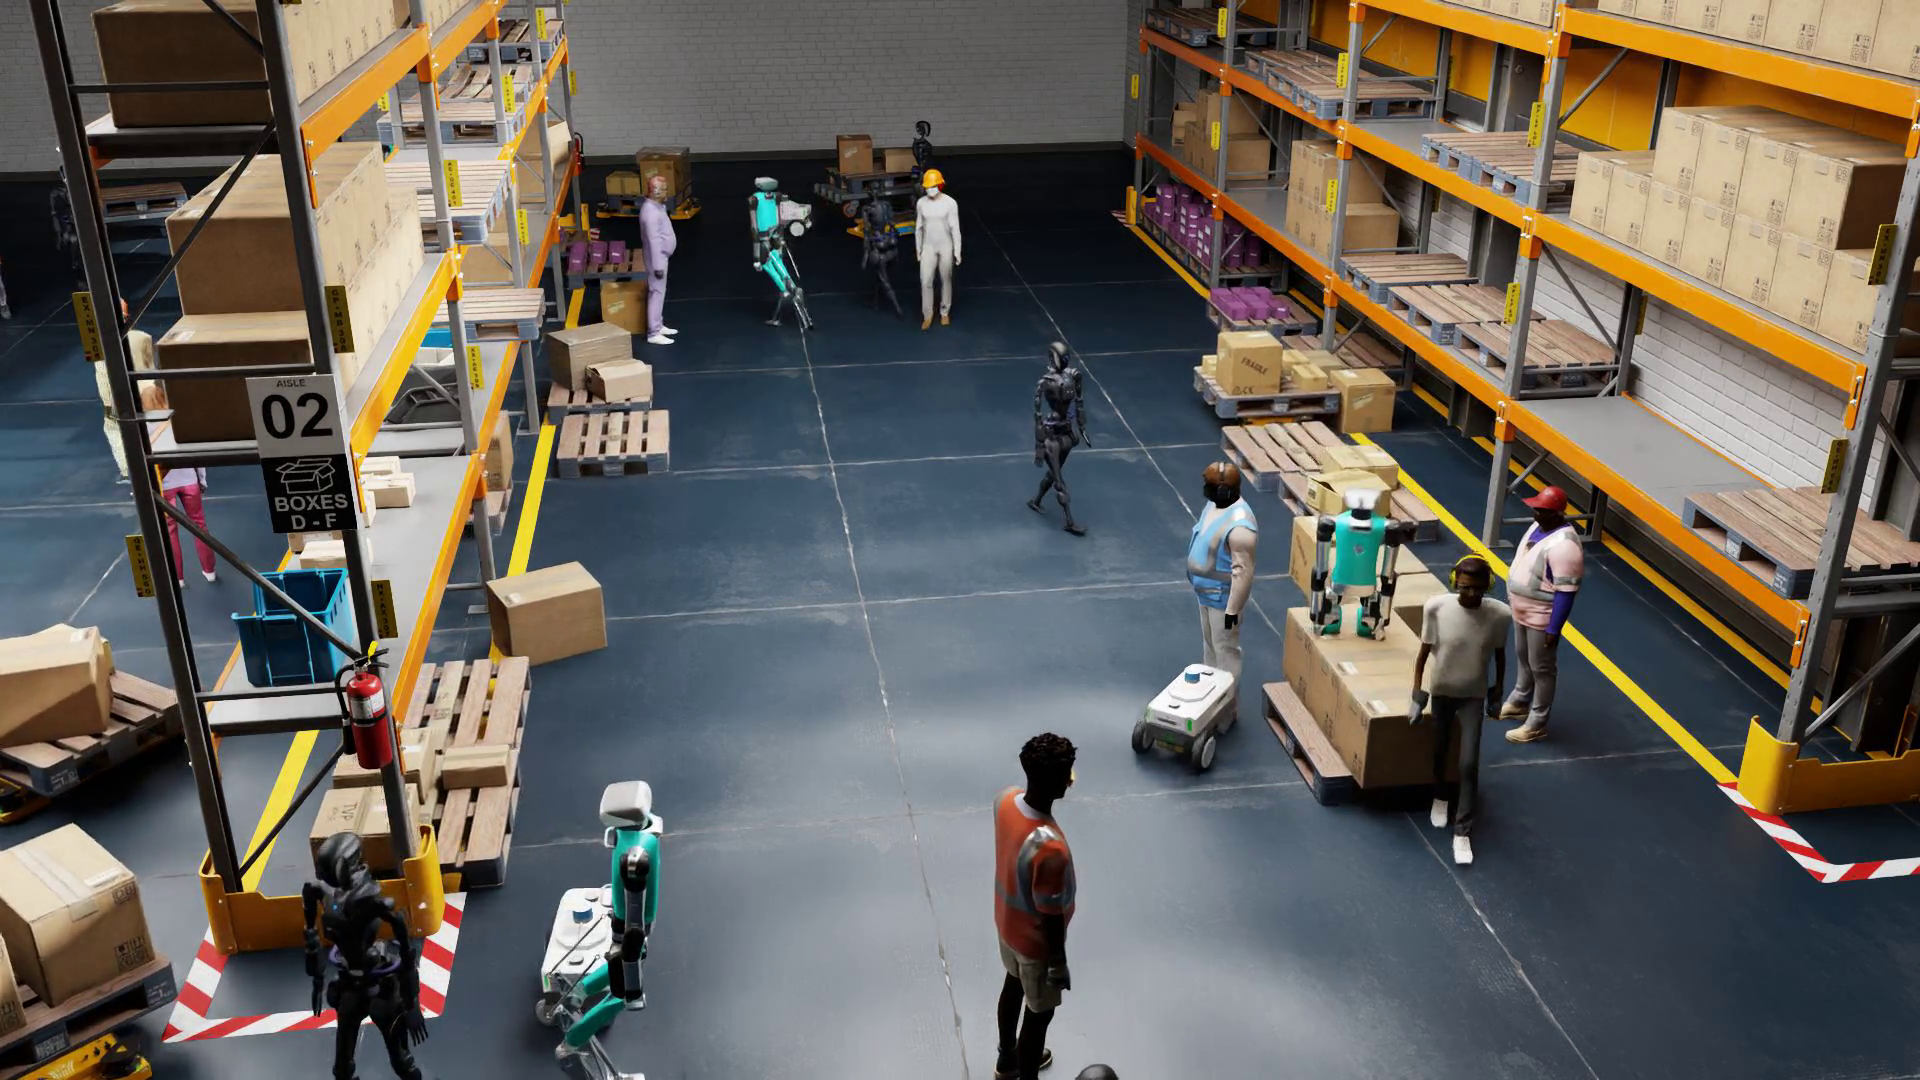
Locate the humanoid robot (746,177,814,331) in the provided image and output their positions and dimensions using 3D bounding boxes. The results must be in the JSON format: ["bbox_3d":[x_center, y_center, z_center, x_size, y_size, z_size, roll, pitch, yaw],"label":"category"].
[{"bbox_3d":[-2.034,-3.250,19.370,0.818,1.876,0.554,15,28,30],"label":"humanoid robot"}]

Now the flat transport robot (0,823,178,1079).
[{"bbox_3d":[-4.629,2.419,8.168,1.431,0.231,0.659,19,30,37],"label":"flat transport robot"}]

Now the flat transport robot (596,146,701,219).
[{"bbox_3d":[-4.694,-5.004,25.079,1.431,0.231,0.659,2,24,5],"label":"flat transport robot"}]

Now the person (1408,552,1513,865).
[{"bbox_3d":[2.855,0.944,9.575,0.514,1.835,0.845,8,25,17],"label":"person"}]

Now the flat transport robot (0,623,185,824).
[{"bbox_3d":[-5.654,1.328,10.654,0.659,0.231,1.431,13,27,27],"label":"flat transport robot"}]

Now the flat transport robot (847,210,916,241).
[{"bbox_3d":[-0.867,-4.559,24.063,1.431,0.231,0.659,-17,29,-33],"label":"flat transport robot"}]

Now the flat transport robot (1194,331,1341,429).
[{"bbox_3d":[3.027,-1.346,16.745,0.659,0.231,1.431,-3,24,-7],"label":"flat transport robot"}]

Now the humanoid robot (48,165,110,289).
[{"bbox_3d":[-11.064,-3.908,20.879,0.601,1.636,0.729,-17,29,-34],"label":"humanoid robot"}]

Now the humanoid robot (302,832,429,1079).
[{"bbox_3d":[-2.639,2.000,7.408,0.610,1.651,0.560,7,25,16],"label":"humanoid robot"}]

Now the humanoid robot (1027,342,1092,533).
[{"bbox_3d":[0.854,-0.892,14.029,0.596,1.623,0.810,-20,30,-37],"label":"humanoid robot"}]

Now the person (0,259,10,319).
[{"bbox_3d":[-11.423,-3.369,19.298,0.501,1.926,0.791,-10,26,-21],"label":"person"}]

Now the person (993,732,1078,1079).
[{"bbox_3d":[0.349,1.753,7.586,0.367,1.957,0.603,-8,25,-18],"label":"person"}]

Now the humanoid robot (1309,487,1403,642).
[{"bbox_3d":[2.539,0.442,10.873,0.531,1.821,0.646,4,24,9],"label":"humanoid robot"}]

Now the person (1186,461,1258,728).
[{"bbox_3d":[1.698,0.349,10.932,0.429,1.837,0.632,-4,24,-8],"label":"person"}]

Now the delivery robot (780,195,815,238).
[{"bbox_3d":[-2.498,-4.655,23.926,0.797,0.593,0.499,5,24,11],"label":"delivery robot"}]

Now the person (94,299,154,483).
[{"bbox_3d":[-7.446,-1.309,14.841,0.527,1.724,0.573,15,28,30],"label":"person"}]

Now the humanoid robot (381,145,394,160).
[{"bbox_3d":[-7.532,-4.625,22.444,0.542,1.841,0.654,2,24,6],"label":"humanoid robot"}]

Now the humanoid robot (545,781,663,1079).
[{"bbox_3d":[-1.649,1.898,7.516,0.700,1.771,0.545,-3,24,-8],"label":"humanoid robot"}]

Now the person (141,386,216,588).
[{"bbox_3d":[-6.110,-0.408,12.918,0.498,1.629,0.287,-16,28,-32],"label":"person"}]

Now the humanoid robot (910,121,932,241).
[{"bbox_3d":[-0.538,-5.067,23.464,0.306,1.658,0.609,2,24,4],"label":"humanoid robot"}]

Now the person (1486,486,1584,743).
[{"bbox_3d":[3.726,0.472,10.755,0.419,1.753,0.608,-1,24,-3],"label":"person"}]

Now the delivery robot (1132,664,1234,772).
[{"bbox_3d":[1.484,1.123,10.788,0.499,0.613,0.816,14,27,29],"label":"delivery robot"}]

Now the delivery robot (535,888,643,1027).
[{"bbox_3d":[-1.914,2.110,8.539,0.508,0.614,0.785,-1,24,-3],"label":"delivery robot"}]

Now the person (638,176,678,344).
[{"bbox_3d":[-3.418,-3.192,18.938,0.399,1.895,0.649,-2,24,-5],"label":"person"}]

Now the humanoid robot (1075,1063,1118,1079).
[{"bbox_3d":[0.454,2.581,6.067,0.601,1.632,0.663,10,26,22],"label":"humanoid robot"}]

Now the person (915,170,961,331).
[{"bbox_3d":[-0.261,-3.363,19.365,0.591,1.862,0.790,4,24,8],"label":"person"}]

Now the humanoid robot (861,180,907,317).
[{"bbox_3d":[-0.918,-3.502,19.982,0.772,1.618,0.614,17,29,34],"label":"humanoid robot"}]
